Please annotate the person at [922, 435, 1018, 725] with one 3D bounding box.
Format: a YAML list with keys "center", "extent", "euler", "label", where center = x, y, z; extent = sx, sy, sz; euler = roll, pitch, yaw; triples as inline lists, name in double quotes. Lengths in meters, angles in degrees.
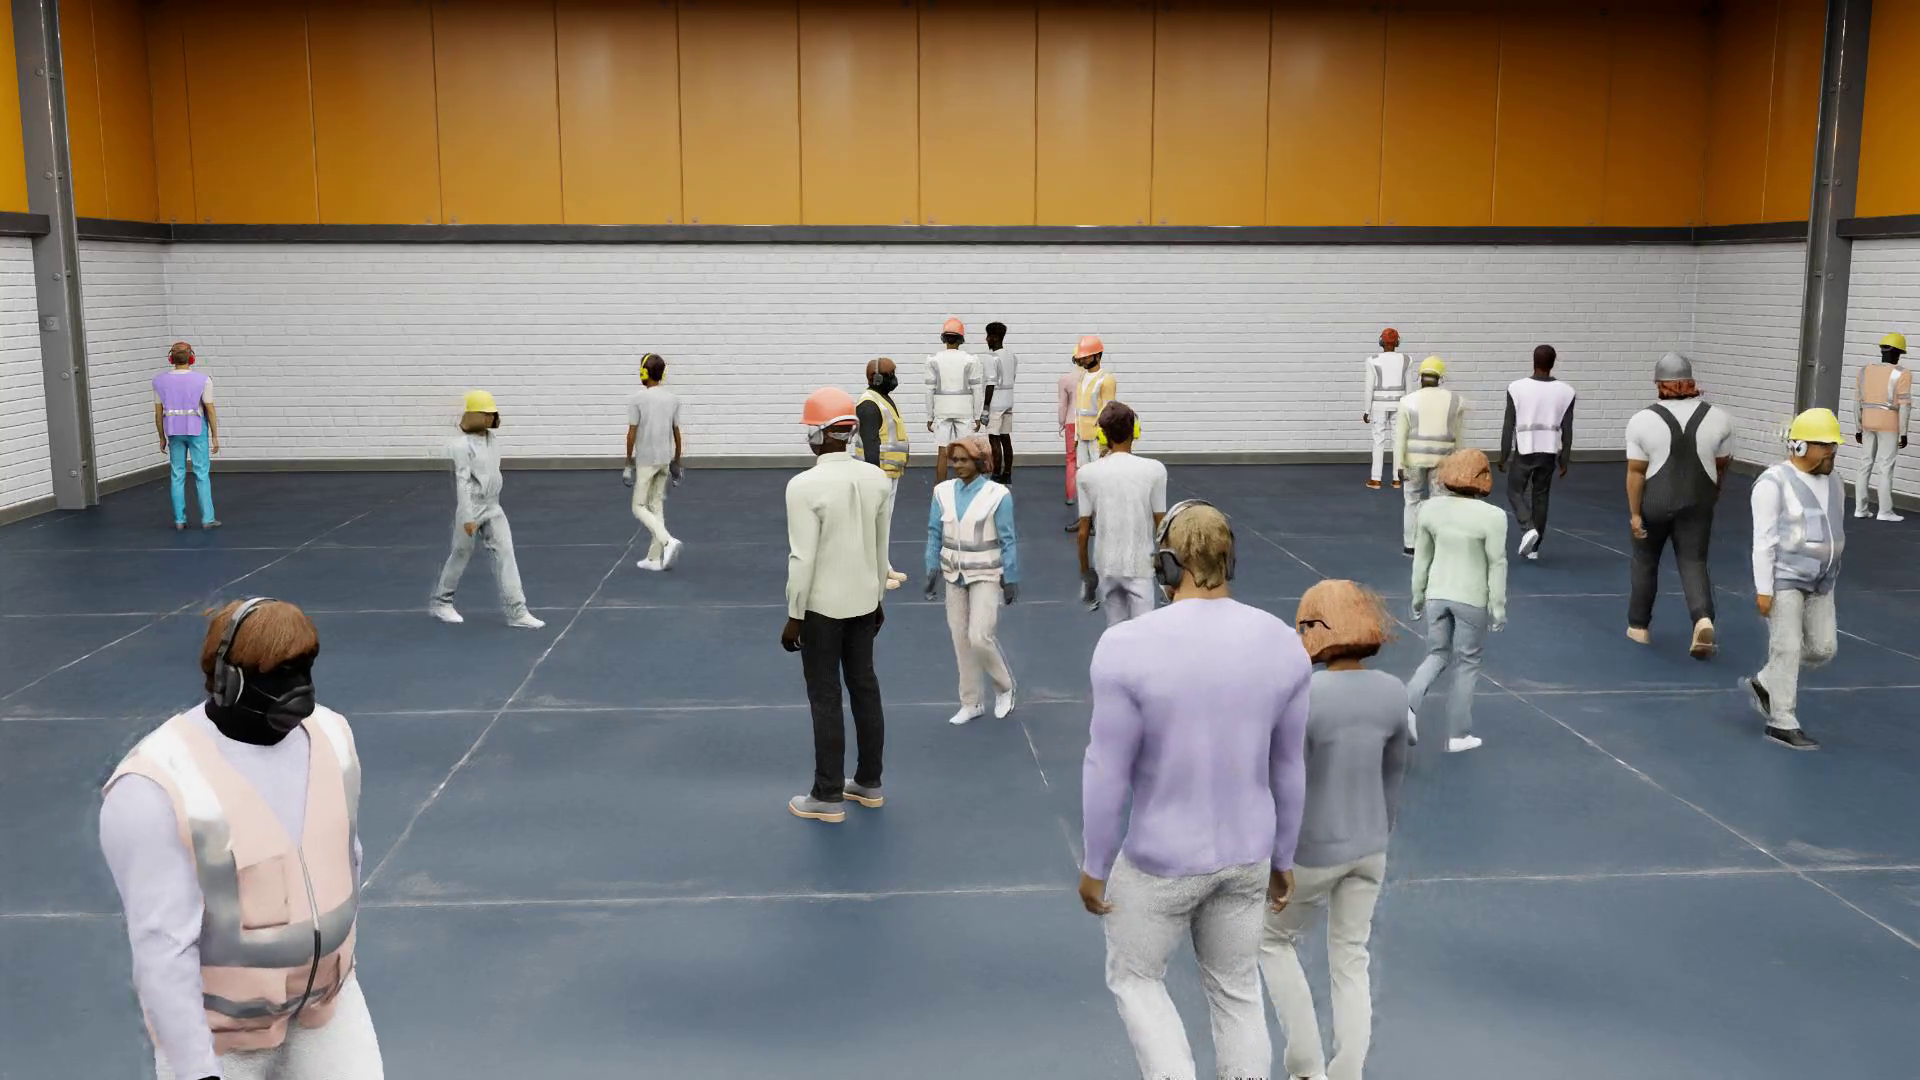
- center: [0.059, 0.231, 9.218]
  extent: [0.515, 1.625, 0.364]
  euler: [7, 11, 36]
  label: "person"

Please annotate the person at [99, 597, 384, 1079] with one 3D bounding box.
- center: [-1.492, 1.024, 3.613]
  extent: [0.565, 1.820, 0.642]
  euler: [5, 11, 31]
  label: "person"

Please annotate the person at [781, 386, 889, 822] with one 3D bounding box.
- center: [-0.581, 0.292, 7.668]
  extent: [0.392, 1.992, 0.623]
  euler: [8, 12, 40]
  label: "person"

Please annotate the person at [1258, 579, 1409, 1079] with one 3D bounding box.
- center: [1.080, 0.919, 4.905]
  extent: [0.532, 1.614, 0.427]
  euler: [-4, 10, -26]
  label: "person"

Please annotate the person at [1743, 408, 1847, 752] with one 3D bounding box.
- center: [4.428, 0.196, 8.857]
  extent: [0.593, 1.818, 0.497]
  euler: [-4, 10, -21]
  label: "person"

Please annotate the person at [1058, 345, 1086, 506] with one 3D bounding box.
- center: [1.322, -1.248, 18.052]
  extent: [0.523, 1.769, 0.315]
  euler: [1, 9, 9]
  label: "person"

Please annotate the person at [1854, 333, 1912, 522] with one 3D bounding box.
- center: [9.409, -1.148, 16.958]
  extent: [0.399, 1.915, 0.589]
  euler: [-4, 10, -25]
  label: "person"

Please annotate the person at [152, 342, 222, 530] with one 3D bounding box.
- center: [-7.576, -1.012, 16.310]
  extent: [0.570, 1.849, 0.384]
  euler: [-1, 9, -8]
  label: "person"

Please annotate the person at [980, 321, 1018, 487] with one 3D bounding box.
- center: [0.436, -1.570, 19.446]
  extent: [0.367, 1.967, 0.606]
  euler: [5, 11, 31]
  label: "person"

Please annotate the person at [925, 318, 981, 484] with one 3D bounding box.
- center: [-0.072, -1.357, 17.870]
  extent: [0.607, 2.044, 0.374]
  euler: [1, 9, 4]
  label: "person"

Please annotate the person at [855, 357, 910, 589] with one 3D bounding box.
- center: [-0.620, -0.541, 13.376]
  extent: [0.429, 1.846, 0.627]
  euler: [2, 9, 9]
  label: "person"

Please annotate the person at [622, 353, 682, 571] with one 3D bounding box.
- center: [-2.547, -0.633, 13.922]
  extent: [0.544, 1.855, 0.616]
  euler: [-9, 13, -44]
  label: "person"

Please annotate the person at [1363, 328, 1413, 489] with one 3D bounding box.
- center: [5.011, -1.536, 19.501]
  extent: [0.574, 1.882, 0.356]
  euler: [-1, 9, -3]
  label: "person"

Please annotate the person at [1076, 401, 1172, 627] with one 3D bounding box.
- center: [0.855, 0.198, 8.742]
  extent: [0.556, 1.845, 0.651]
  euler: [4, 10, 22]
  label: "person"

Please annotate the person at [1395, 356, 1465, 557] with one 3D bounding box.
- center: [4.092, -0.699, 14.501]
  extent: [0.599, 1.803, 0.685]
  euler: [1, 9, 6]
  label: "person"

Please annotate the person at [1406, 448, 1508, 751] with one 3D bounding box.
- center: [2.541, 0.331, 8.625]
  extent: [0.518, 1.613, 0.518]
  euler: [-8, 12, -41]
  label: "person"

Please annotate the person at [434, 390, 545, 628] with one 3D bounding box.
- center: [-3.433, -0.218, 11.824]
  extent: [0.911, 1.697, 0.495]
  euler: [4, 10, 24]
  label: "person"

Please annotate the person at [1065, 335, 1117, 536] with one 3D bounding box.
- center: [1.259, -1.003, 16.001]
  extent: [0.365, 1.932, 0.543]
  euler: [-6, 11, -31]
  label: "person"

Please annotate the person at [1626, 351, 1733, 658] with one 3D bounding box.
- center: [4.738, -0.262, 11.006]
  extent: [0.676, 2.000, 0.919]
  euler: [1, 9, 9]
  label: "person"

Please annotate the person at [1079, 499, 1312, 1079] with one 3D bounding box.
- center: [0.647, 0.856, 4.412]
  extent: [0.643, 1.910, 0.527]
  euler: [-3, 10, -20]
  label: "person"

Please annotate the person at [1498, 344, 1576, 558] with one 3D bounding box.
- center: [5.048, -0.760, 14.563]
  extent: [0.617, 1.901, 0.564]
  euler: [1, 9, 4]
  label: "person"
